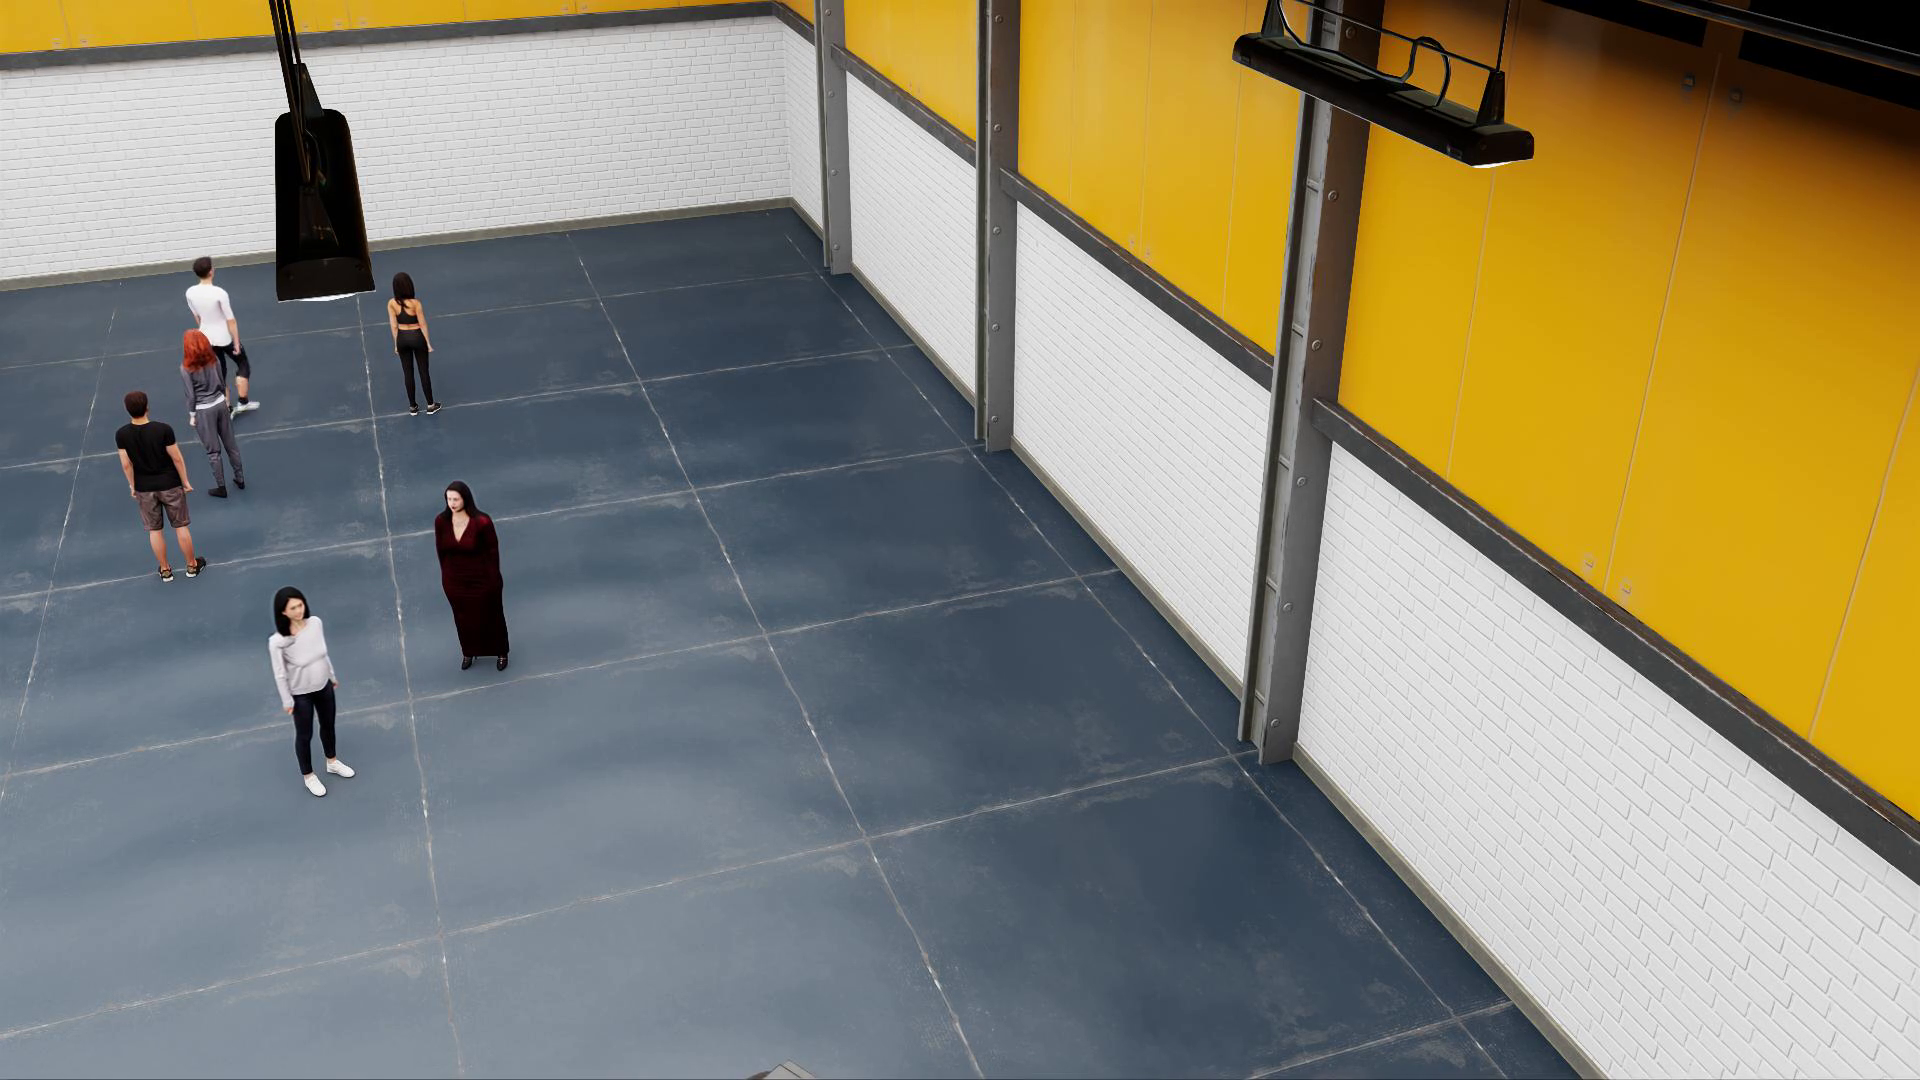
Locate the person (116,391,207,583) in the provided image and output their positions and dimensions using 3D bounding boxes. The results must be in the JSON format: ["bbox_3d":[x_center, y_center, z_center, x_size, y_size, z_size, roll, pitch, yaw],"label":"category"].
[{"bbox_3d":[-7.297,-0.495,15.113,0.662,1.862,0.569,-9,30,-16],"label":"person"}]

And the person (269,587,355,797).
[{"bbox_3d":[-4.845,1.092,12.372,0.744,1.700,0.704,16,32,27],"label":"person"}]

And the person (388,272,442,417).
[{"bbox_3d":[-6.077,-2.175,18.421,0.603,1.643,0.576,-2,29,-3],"label":"person"}]

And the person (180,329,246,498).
[{"bbox_3d":[-7.496,-1.281,16.640,0.687,1.780,0.656,18,33,29],"label":"person"}]

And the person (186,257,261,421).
[{"bbox_3d":[-8.164,-2.165,18.197,0.779,1.840,0.792,3,29,5],"label":"person"}]

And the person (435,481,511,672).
[{"bbox_3d":[-4.036,0.299,13.768,0.760,1.756,0.761,2,29,3],"label":"person"}]
